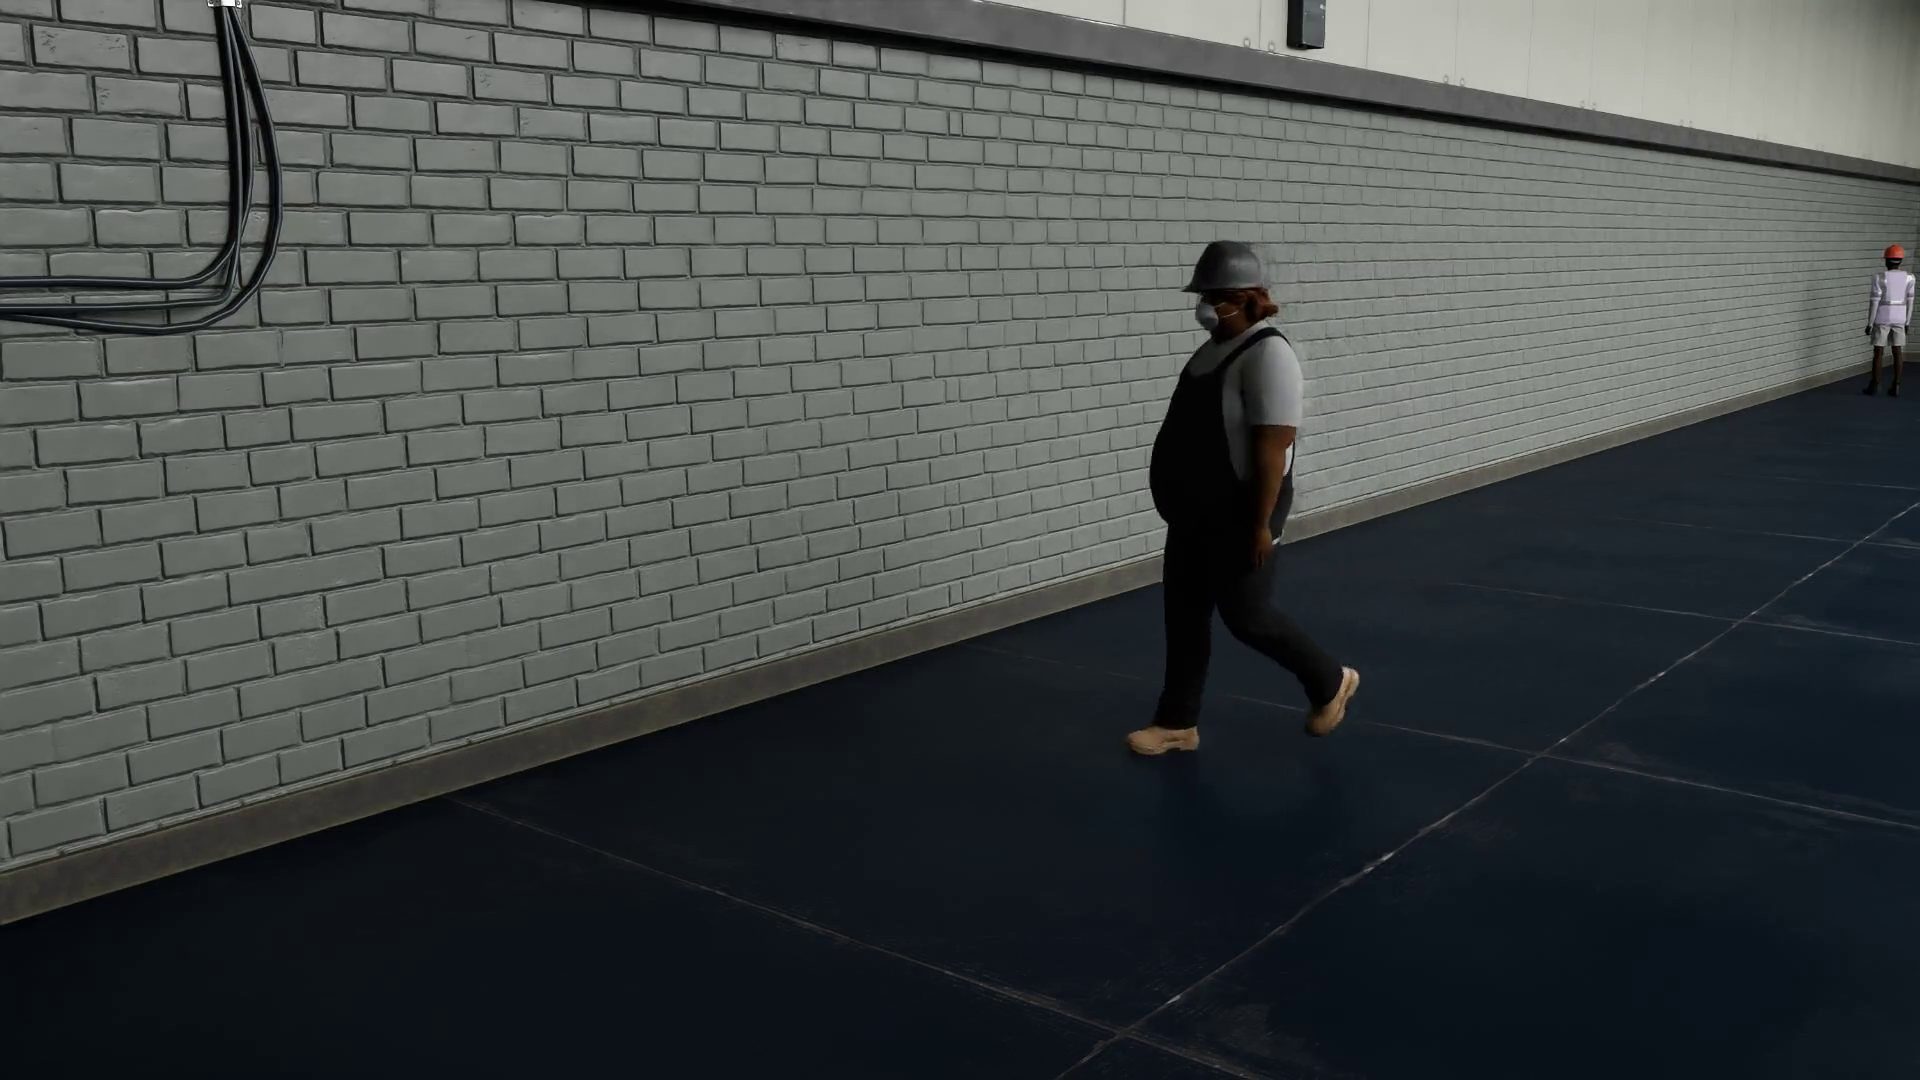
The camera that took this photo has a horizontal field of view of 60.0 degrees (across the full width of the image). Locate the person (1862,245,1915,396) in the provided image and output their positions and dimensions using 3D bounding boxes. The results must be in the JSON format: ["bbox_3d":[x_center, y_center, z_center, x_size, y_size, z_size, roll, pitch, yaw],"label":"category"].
[{"bbox_3d":[12.053,-2.842,21.599,0.556,1.934,0.477,1,10,5],"label":"person"}]

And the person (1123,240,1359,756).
[{"bbox_3d":[1.112,-0.147,6.444,0.845,2.000,0.687,-3,11,-16],"label":"person"}]
